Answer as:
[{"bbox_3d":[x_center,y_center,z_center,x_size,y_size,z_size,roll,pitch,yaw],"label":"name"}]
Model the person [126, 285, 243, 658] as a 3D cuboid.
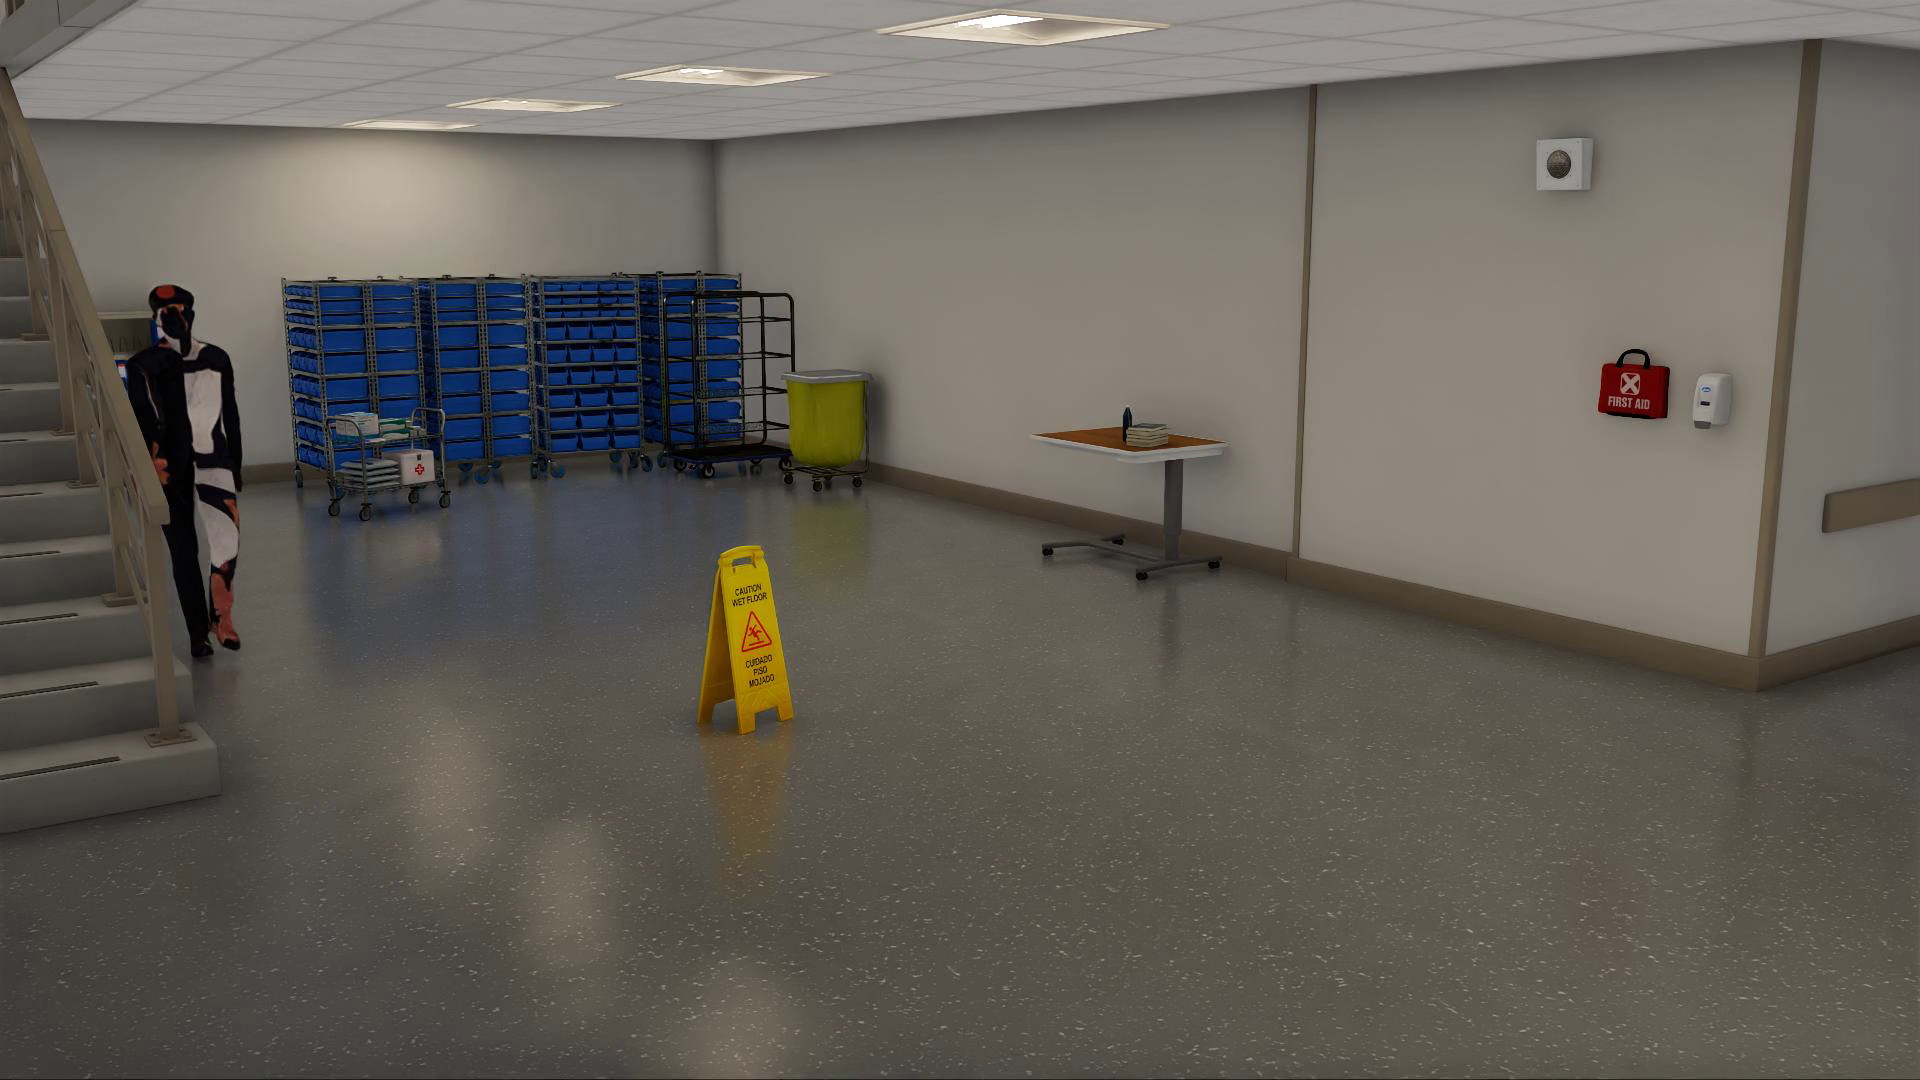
[{"bbox_3d":[-3.916,-0.340,8.428,0.700,1.877,0.654,-7,13,-31],"label":"person"}]
